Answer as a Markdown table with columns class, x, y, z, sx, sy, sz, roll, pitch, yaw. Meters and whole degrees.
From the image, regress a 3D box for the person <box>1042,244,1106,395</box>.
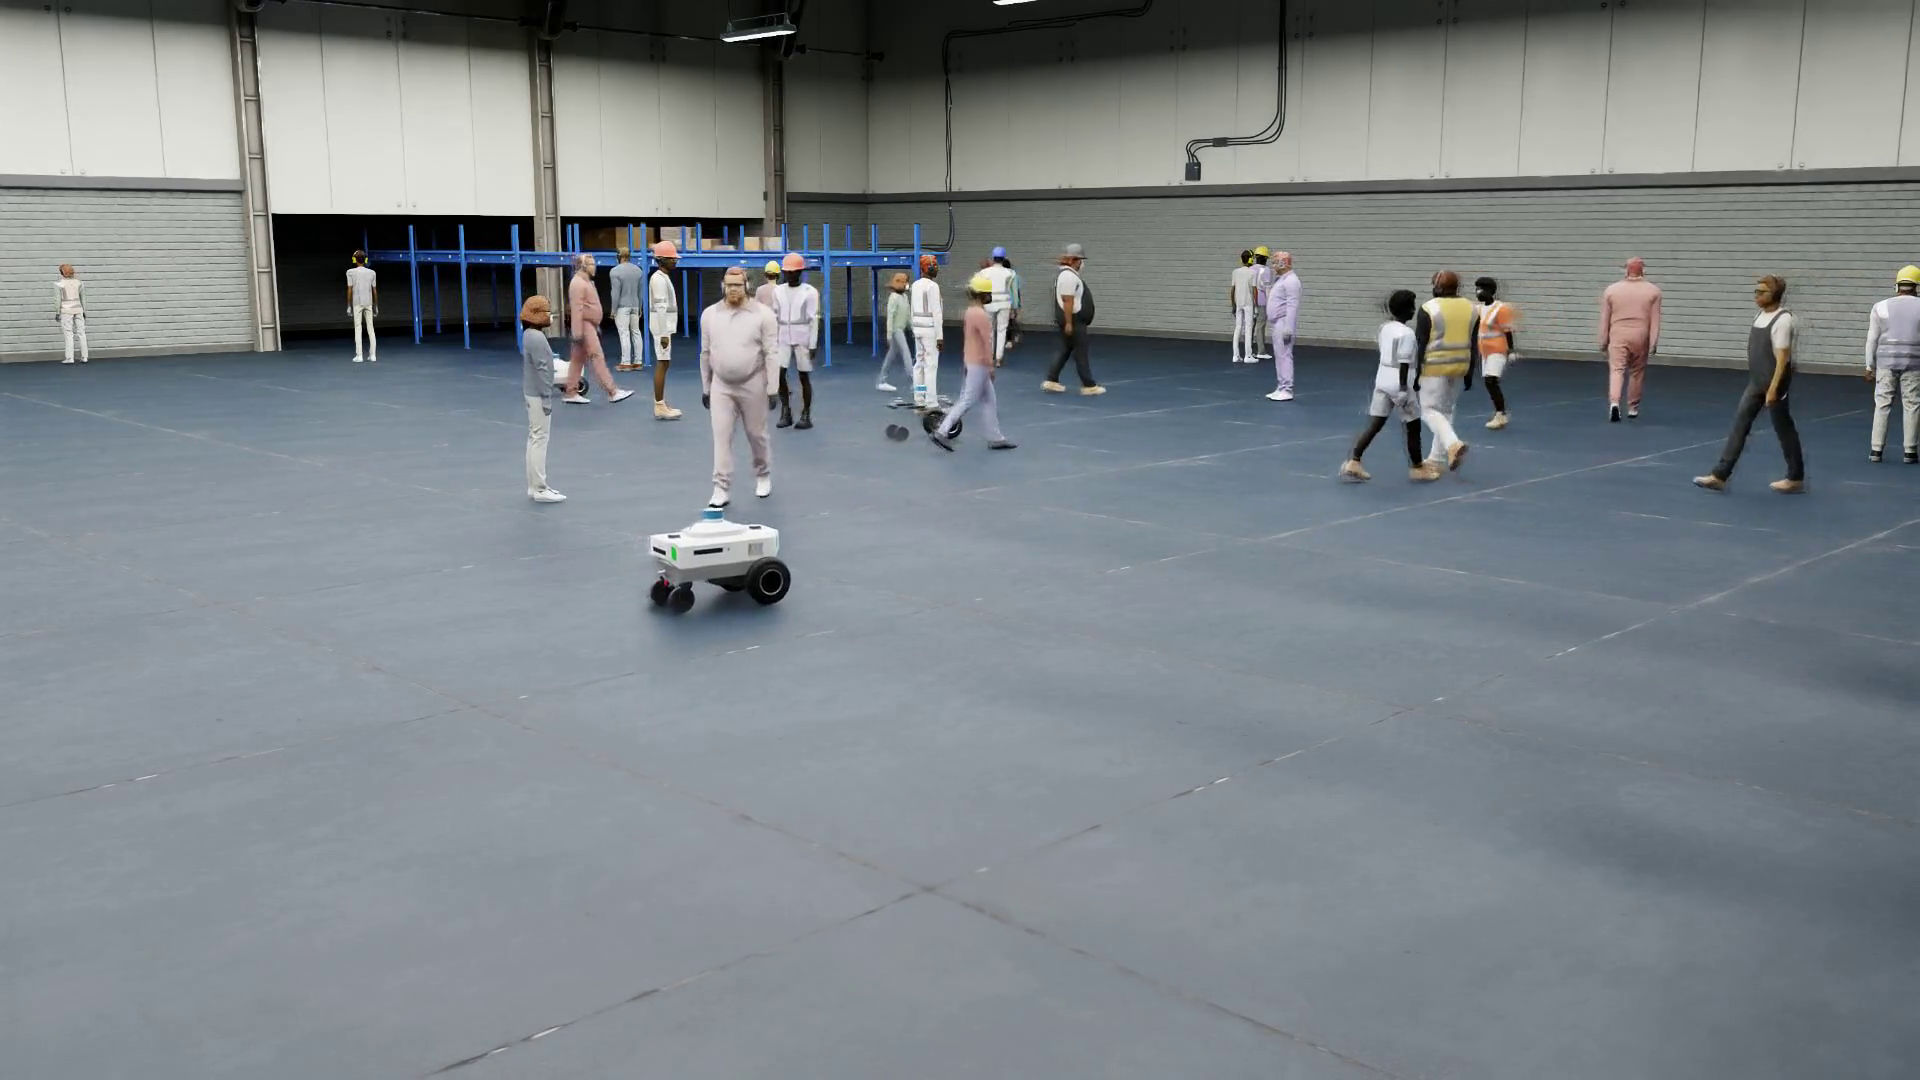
| class | x | y | z | sx | sy | sz | roll | pitch | yaw |
| --- | --- | --- | --- | --- | --- | --- | --- | --- | --- |
| person | 1.511 | -2.960 | 22.287 | 0.840 | 2.000 | 0.695 | 0 | 10 | -1 |

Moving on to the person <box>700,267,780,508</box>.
| class | x | y | z | sx | sy | sz | roll | pitch | yaw |
| --- | --- | --- | --- | --- | --- | --- | --- | --- | --- |
| person | -1.759 | -1.239 | 13.264 | 0.662 | 1.872 | 0.897 | 1 | 10 | 6 |

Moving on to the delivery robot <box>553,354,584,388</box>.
| class | x | y | z | sx | sy | sz | roll | pitch | yaw |
| --- | --- | --- | --- | --- | --- | --- | --- | --- | --- |
| delivery robot | -5.367 | -2.224 | 22.070 | 0.707 | 0.478 | 0.477 | -6 | 12 | -31 |

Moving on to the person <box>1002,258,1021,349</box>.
| class | x | y | z | sx | sy | sz | roll | pitch | yaw |
| --- | --- | --- | --- | --- | --- | --- | --- | --- | --- |
| person | 0.872 | -4.402 | 31.001 | 0.551 | 1.674 | 0.403 | -6 | 12 | -29 |

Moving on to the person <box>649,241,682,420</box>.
| class | x | y | z | sx | sy | sz | roll | pitch | yaw |
| --- | --- | --- | --- | --- | --- | --- | --- | --- | --- |
| person | -3.403 | -2.435 | 19.296 | 0.395 | 2.042 | 0.611 | -1 | 10 | -8 |

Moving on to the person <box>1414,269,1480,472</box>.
| class | x | y | z | sx | sy | sz | roll | pitch | yaw |
| --- | --- | --- | --- | --- | --- | --- | --- | --- | --- |
| person | 4.330 | -1.489 | 14.769 | 0.633 | 1.821 | 0.712 | -4 | 11 | -18 |

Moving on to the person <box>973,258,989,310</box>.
| class | x | y | z | sx | sy | sz | roll | pitch | yaw |
| --- | --- | --- | --- | --- | --- | --- | --- | --- | --- |
| person | 0.527 | -5.046 | 34.649 | 0.539 | 1.624 | 0.386 | -1 | 10 | -6 |

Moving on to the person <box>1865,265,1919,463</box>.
| class | x | y | z | sx | sy | sz | roll | pitch | yaw |
| --- | --- | --- | --- | --- | --- | --- | --- | --- | --- |
| person | 8.816 | -1.646 | 15.580 | 0.599 | 1.827 | 0.403 | 6 | 12 | 30 |

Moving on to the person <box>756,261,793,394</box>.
| class | x | y | z | sx | sy | sz | roll | pitch | yaw |
| --- | --- | --- | --- | --- | --- | --- | --- | --- | --- |
| person | -2.485 | -2.835 | 22.224 | 0.533 | 1.772 | 0.296 | 6 | 12 | 28 |

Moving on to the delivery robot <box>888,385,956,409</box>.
| class | x | y | z | sx | sy | sz | roll | pitch | yaw |
| --- | --- | --- | --- | --- | --- | --- | --- | --- | --- |
| delivery robot | -0.400 | -1.513 | 17.483 | 0.698 | 0.223 | 0.335 | -5 | 11 | -23 |

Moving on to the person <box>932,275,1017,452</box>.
| class | x | y | z | sx | sy | sz | roll | pitch | yaw |
| --- | --- | --- | --- | --- | --- | --- | --- | --- | --- |
| person | 0.134 | -1.738 | 16.359 | 0.874 | 1.730 | 0.536 | -3 | 11 | -15 |

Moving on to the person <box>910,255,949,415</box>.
| class | x | y | z | sx | sy | sz | roll | pitch | yaw |
| --- | --- | --- | --- | --- | --- | --- | --- | --- | --- |
| person | -0.371 | -2.417 | 19.639 | 0.355 | 1.882 | 0.576 | -7 | 12 | -32 |

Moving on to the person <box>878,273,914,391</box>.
| class | x | y | z | sx | sy | sz | roll | pitch | yaw |
| --- | --- | --- | --- | --- | --- | --- | --- | --- | --- |
| person | -0.744 | -2.814 | 22.600 | 0.874 | 1.586 | 0.514 | 3 | 11 | 15 |

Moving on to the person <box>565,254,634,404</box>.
| class | x | y | z | sx | sy | sz | roll | pitch | yaw |
| --- | --- | --- | --- | --- | --- | --- | --- | --- | --- |
| person | -4.552 | -2.632 | 20.835 | 0.932 | 1.863 | 0.674 | -1 | 10 | -6 |

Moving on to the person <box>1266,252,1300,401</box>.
| class | x | y | z | sx | sy | sz | roll | pitch | yaw |
| --- | --- | --- | --- | --- | --- | --- | --- | --- | --- |
| person | 4.141 | -2.741 | 21.409 | 0.414 | 1.907 | 0.710 | -1 | 10 | -3 |

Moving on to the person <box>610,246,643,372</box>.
| class | x | y | z | sx | sy | sz | roll | pitch | yaw |
| --- | --- | --- | --- | --- | --- | --- | --- | --- | --- |
| person | -5.216 | -3.617 | 26.027 | 0.355 | 1.938 | 0.634 | 8 | 13 | 36 |

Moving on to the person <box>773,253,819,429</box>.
| class | x | y | z | sx | sy | sz | roll | pitch | yaw |
| --- | --- | --- | --- | --- | --- | --- | --- | --- | --- |
| person | -1.831 | -2.160 | 18.145 | 0.591 | 1.912 | 0.678 | 3 | 11 | 18 |

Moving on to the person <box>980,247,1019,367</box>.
| class | x | y | z | sx | sy | sz | roll | pitch | yaw |
| --- | --- | --- | --- | --- | --- | --- | --- | --- | --- |
| person | 0.640 | -3.805 | 27.143 | 0.653 | 1.898 | 0.965 | 1 | 10 | 4 |

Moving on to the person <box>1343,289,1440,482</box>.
| class | x | y | z | sx | sy | sz | roll | pitch | yaw |
| --- | --- | --- | --- | --- | --- | --- | --- | --- | --- |
| person | 3.720 | -1.322 | 14.285 | 0.850 | 1.656 | 0.536 | -2 | 11 | -13 |

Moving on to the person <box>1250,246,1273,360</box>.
| class | x | y | z | sx | sy | sz | roll | pitch | yaw |
| --- | --- | --- | --- | --- | --- | --- | --- | --- | --- |
| person | 5.134 | -4.071 | 28.566 | 0.382 | 1.917 | 0.585 | -8 | 13 | -37 |

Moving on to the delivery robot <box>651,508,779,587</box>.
| class | x | y | z | sx | sy | sz | roll | pitch | yaw |
| --- | --- | --- | --- | --- | --- | --- | --- | --- | --- |
| delivery robot | -1.419 | 0.057 | 9.635 | 0.707 | 0.478 | 0.477 | -7 | 13 | -33 |

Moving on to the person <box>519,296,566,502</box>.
| class | x | y | z | sx | sy | sz | roll | pitch | yaw |
| --- | --- | --- | --- | --- | --- | --- | --- | --- | --- |
| person | -3.358 | -1.134 | 13.319 | 0.276 | 1.633 | 0.507 | -5 | 11 | -23 |

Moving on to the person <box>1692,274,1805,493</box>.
| class | x | y | z | sx | sy | sz | roll | pitch | yaw |
| --- | --- | --- | --- | --- | --- | --- | --- | --- | --- |
| person | 6.598 | -1.277 | 13.674 | 0.955 | 1.794 | 0.527 | -1 | 10 | -6 |

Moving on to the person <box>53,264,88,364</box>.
| class | x | y | z | sx | sy | sz | roll | pitch | yaw |
| --- | --- | --- | --- | --- | --- | --- | --- | --- | --- |
| person | -14.689 | -3.734 | 27.486 | 0.307 | 1.640 | 0.521 | 7 | 12 | 34 |

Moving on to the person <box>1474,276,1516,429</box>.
| class | x | y | z | sx | sy | sz | roll | pitch | yaw |
| --- | --- | --- | --- | --- | --- | --- | --- | --- | --- |
| person | 5.818 | -2.034 | 18.122 | 0.488 | 1.659 | 0.548 | -3 | 11 | -14 |

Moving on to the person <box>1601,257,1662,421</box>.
| class | x | y | z | sx | sy | sz | roll | pitch | yaw |
| --- | --- | --- | --- | --- | --- | --- | --- | --- | --- |
| person | 7.712 | -2.320 | 19.156 | 0.640 | 1.869 | 0.959 | 5 | 11 | 24 |

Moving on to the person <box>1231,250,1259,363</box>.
| class | x | y | z | sx | sy | sz | roll | pitch | yaw |
| --- | --- | --- | --- | --- | --- | --- | --- | --- | --- |
| person | 4.763 | -3.904 | 27.785 | 0.530 | 1.869 | 0.311 | 10 | 14 | 43 |

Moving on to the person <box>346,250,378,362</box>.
| class | x | y | z | sx | sy | sz | roll | pitch | yaw |
| --- | --- | --- | --- | --- | --- | --- | --- | --- | --- |
| person | -10.079 | -3.943 | 28.035 | 0.517 | 1.865 | 0.322 | -8 | 13 | -37 |
